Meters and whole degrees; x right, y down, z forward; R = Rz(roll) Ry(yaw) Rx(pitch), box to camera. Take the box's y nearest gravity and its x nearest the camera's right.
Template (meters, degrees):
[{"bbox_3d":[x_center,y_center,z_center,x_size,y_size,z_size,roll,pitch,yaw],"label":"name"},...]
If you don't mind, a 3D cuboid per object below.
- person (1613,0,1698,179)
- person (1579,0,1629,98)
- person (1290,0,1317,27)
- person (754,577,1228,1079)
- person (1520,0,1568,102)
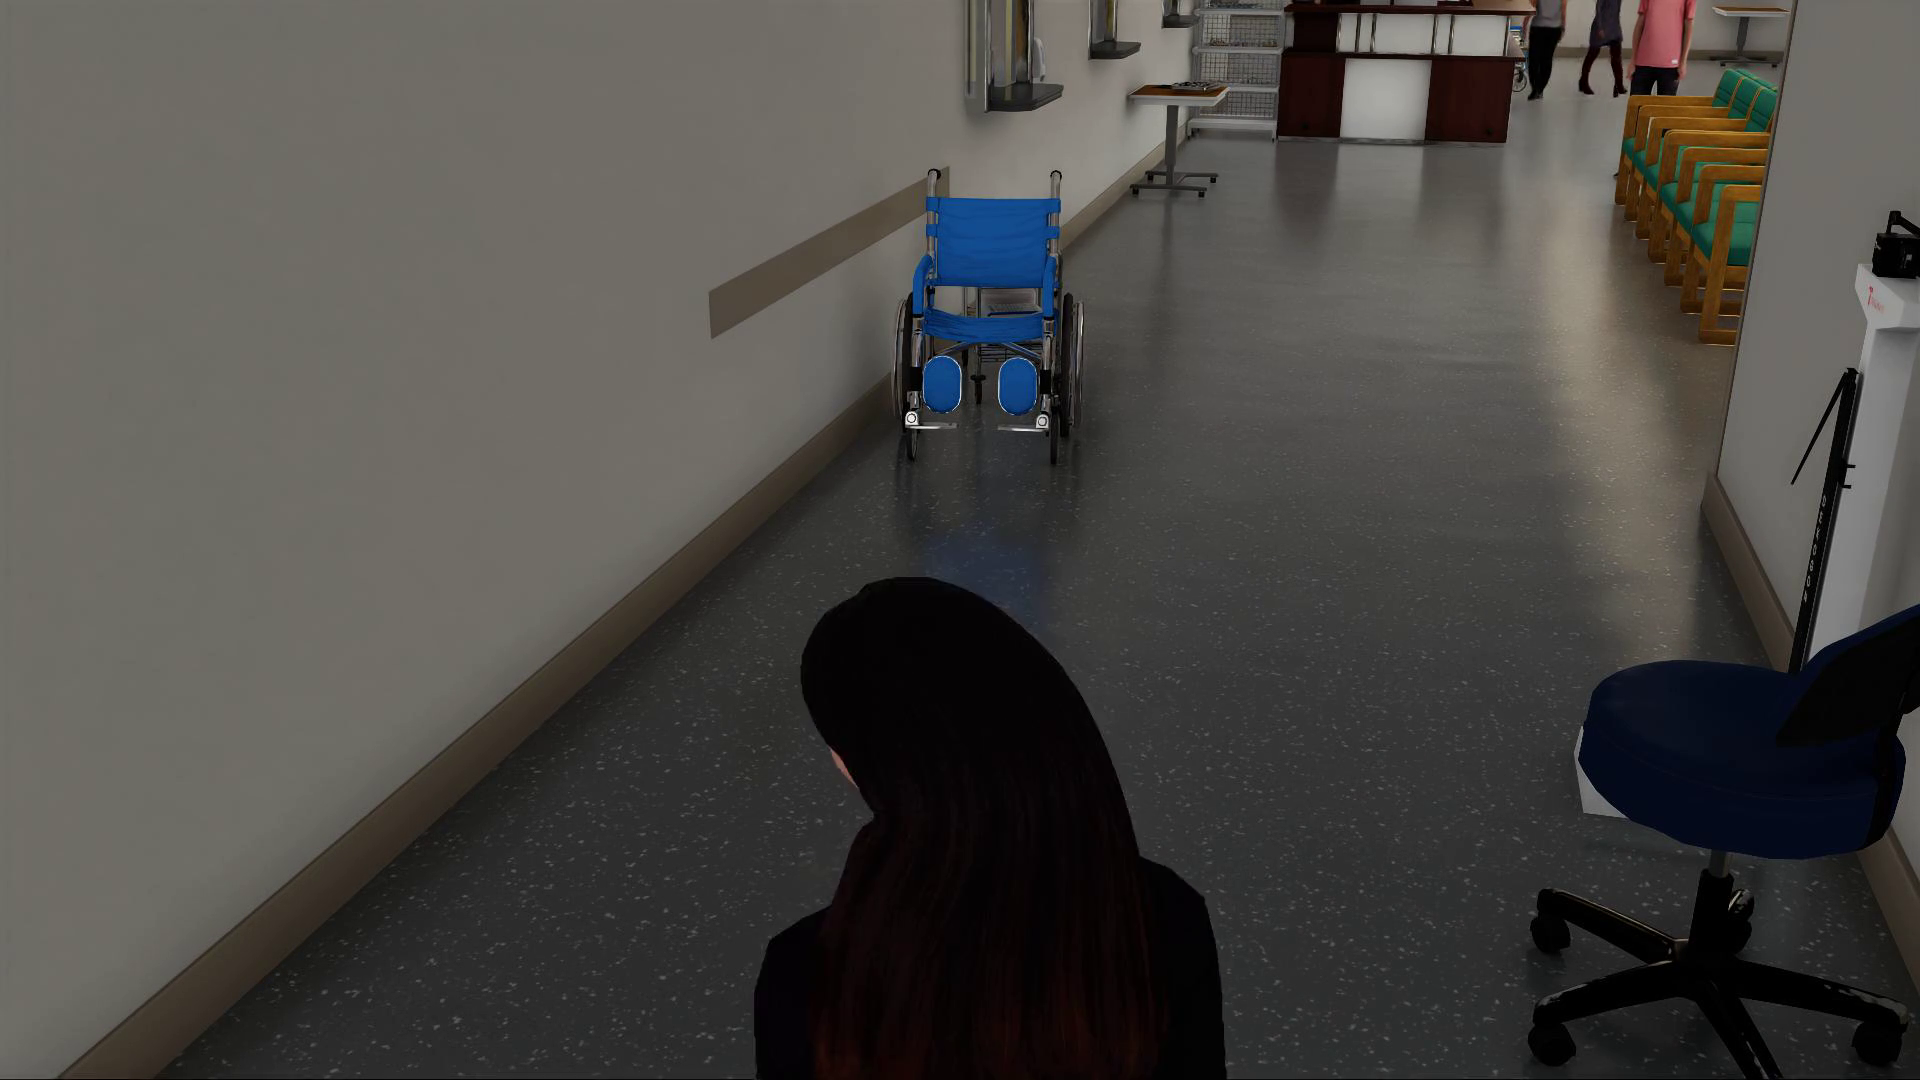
[{"bbox_3d":[6.056,-4.123,14.416,0.579,1.958,0.749,12,24,29],"label":"person"},{"bbox_3d":[7.963,-6.346,20.700,1.128,1.664,1.080,-8,22,-21],"label":"person"},{"bbox_3d":[5.517,-8.600,26.761,1.019,1.586,0.663,7,22,17],"label":"person"},{"bbox_3d":[0.051,0.836,1.646,0.674,1.730,0.754,5,21,14],"label":"person"},{"bbox_3d":[7.174,-6.249,20.337,0.841,1.740,0.793,1,21,3],"label":"person"}]
